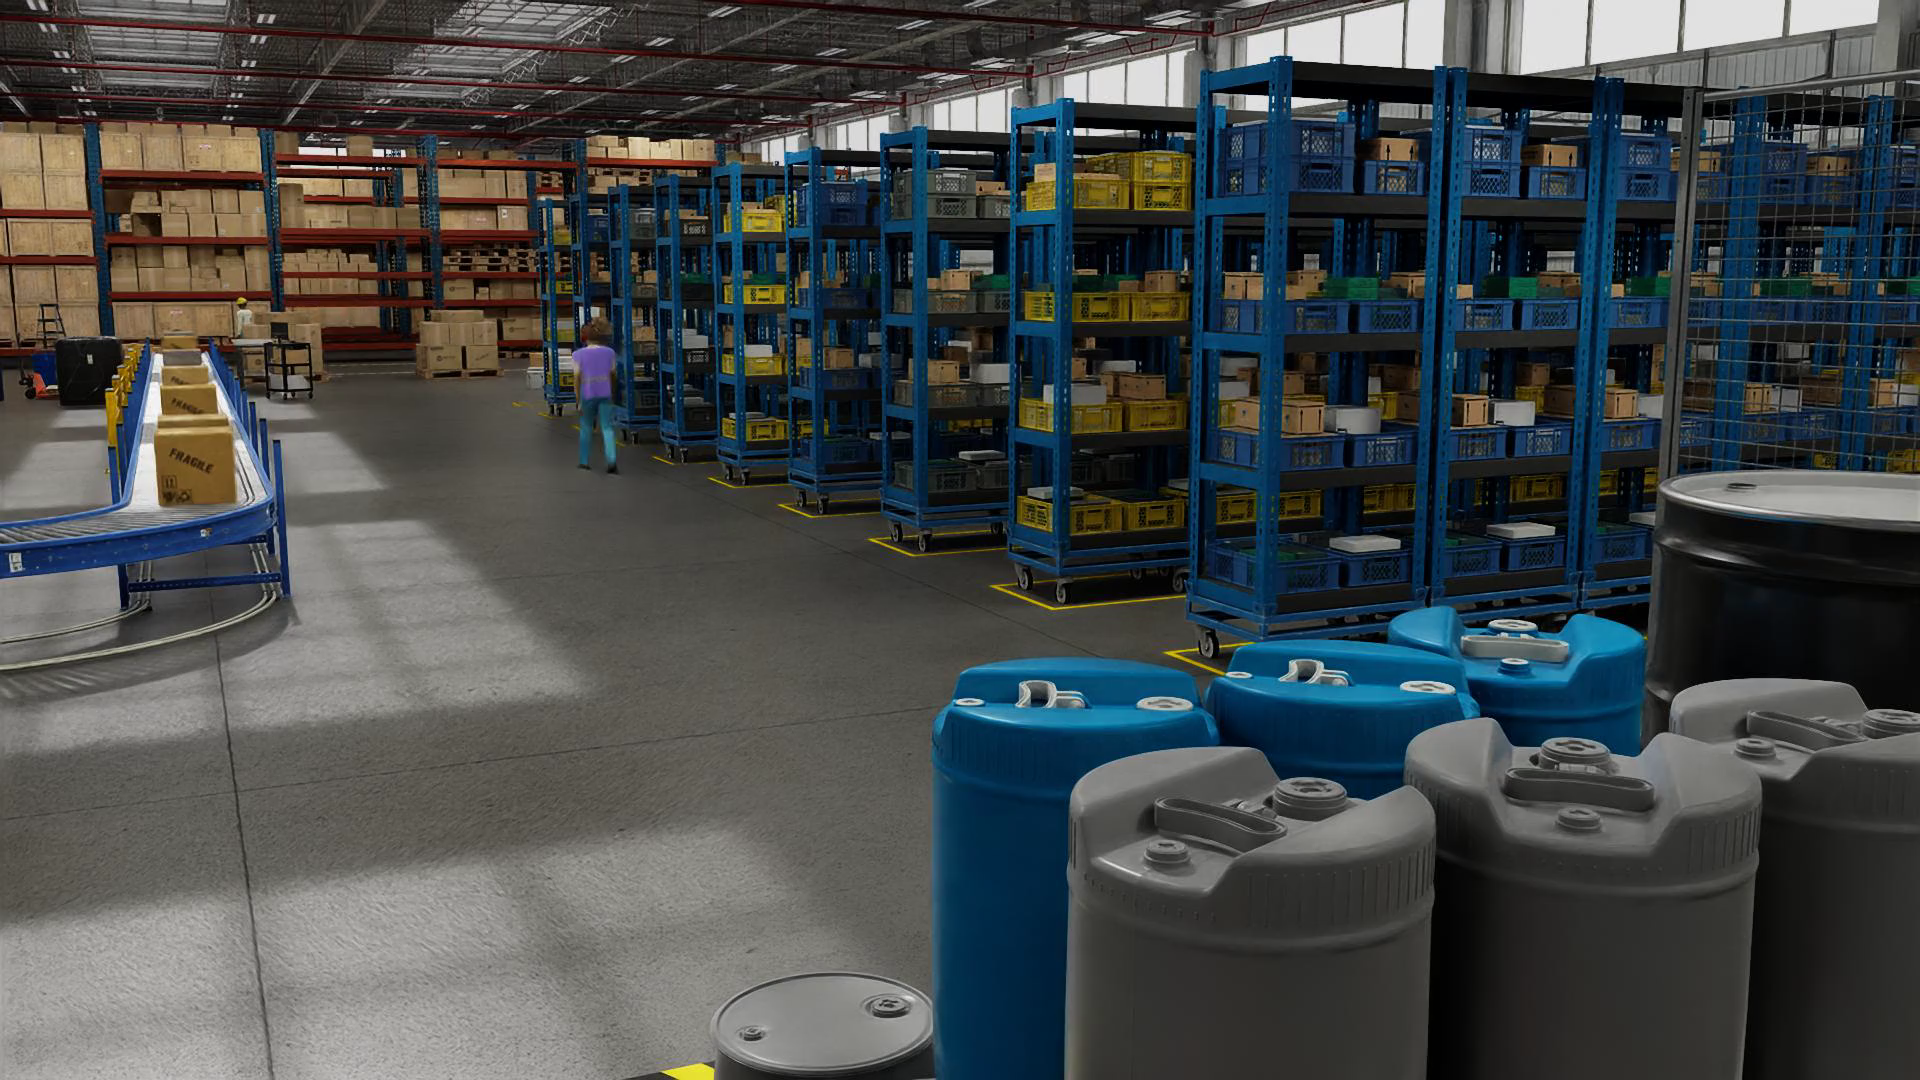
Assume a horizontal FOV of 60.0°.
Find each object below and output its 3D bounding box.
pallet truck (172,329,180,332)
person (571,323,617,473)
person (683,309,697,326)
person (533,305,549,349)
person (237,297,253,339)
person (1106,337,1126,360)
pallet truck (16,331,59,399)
[{"bbox_3d":[-17.275,-3.851,35.096,1.601,1.201,0.680,0,9,1],"label":"pallet truck"},{"bbox_3d":[-4.386,-1.708,20.043,0.574,1.803,0.967,-5,10,-27],"label":"person"},{"bbox_3d":[-6.949,-5.506,42.982,0.609,1.996,0.379,-1,9,-6],"label":"person"},{"bbox_3d":[-12.622,-6.646,50.205,0.603,1.949,0.389,2,9,13],"label":"person"},{"bbox_3d":[-18.302,-5.321,42.552,0.329,1.765,0.533,3,10,16],"label":"person"},{"bbox_3d":[1.874,-1.661,19.813,0.949,1.783,0.604,-4,10,-24],"label":"person"},{"bbox_3d":[-17.082,-3.353,31.781,1.630,1.274,0.653,-4,10,-25],"label":"pallet truck"}]
